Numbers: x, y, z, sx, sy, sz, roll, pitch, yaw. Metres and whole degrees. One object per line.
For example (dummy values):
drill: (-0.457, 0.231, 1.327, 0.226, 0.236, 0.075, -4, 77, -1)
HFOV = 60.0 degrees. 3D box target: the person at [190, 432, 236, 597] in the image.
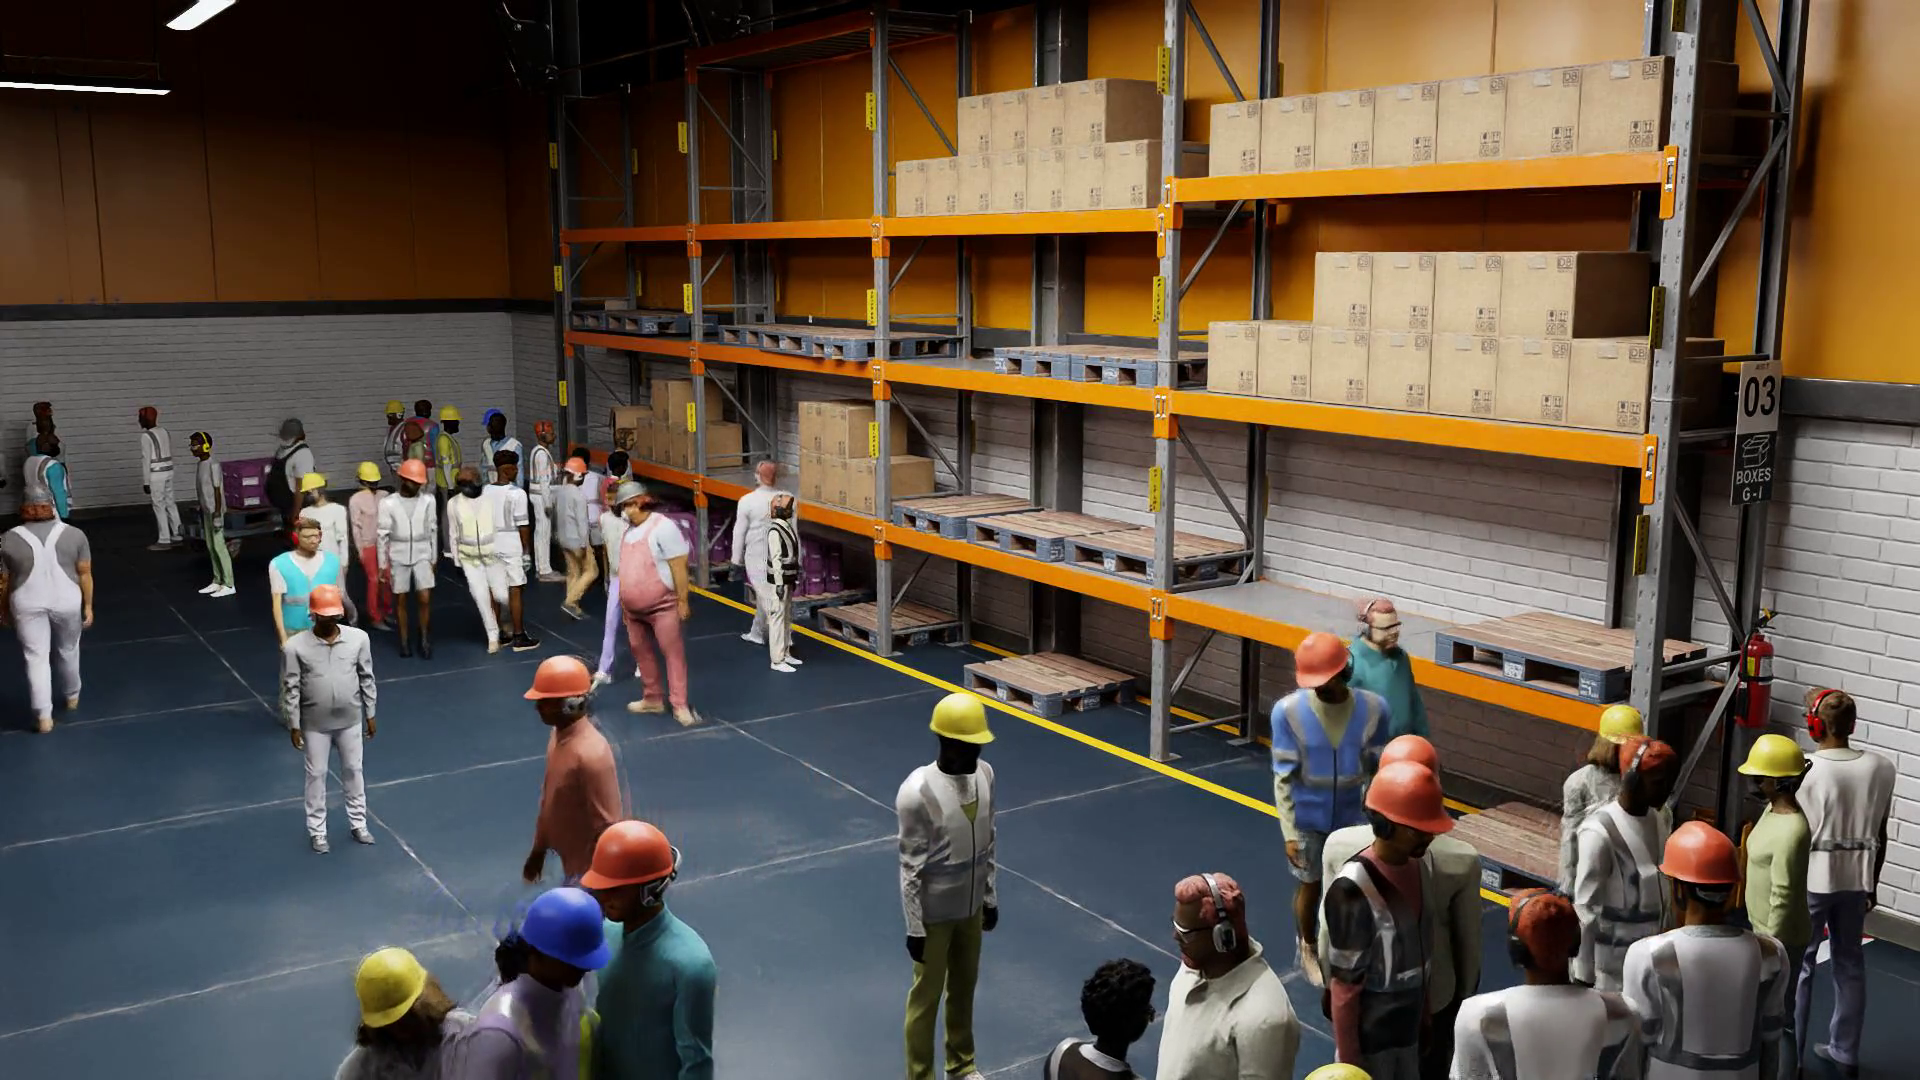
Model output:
person: (-8.416, -0.291, 18.678, 0.506, 1.861, 0.329, 9, 13, 44)

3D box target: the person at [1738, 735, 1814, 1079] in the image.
person: (3.519, 1.704, 7.242, 0.341, 1.760, 0.525, 4, 10, 20)

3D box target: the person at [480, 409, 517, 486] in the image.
person: (-5.687, -0.647, 20.493, 0.618, 1.944, 0.400, 6, 12, 33)

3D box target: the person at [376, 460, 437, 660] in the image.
person: (-5.189, 0.201, 15.634, 0.594, 1.902, 0.692, -4, 11, -24)

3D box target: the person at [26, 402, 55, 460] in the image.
person: (-12.431, -0.951, 22.567, 0.563, 1.847, 0.394, 7, 12, 36)

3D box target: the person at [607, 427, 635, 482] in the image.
person: (-3.927, -0.391, 19.320, 0.343, 1.839, 0.509, -4, 11, -23)

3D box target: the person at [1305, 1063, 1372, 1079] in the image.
person: (0.955, 2.204, 4.385, 0.320, 1.738, 0.483, 0, 10, 2)

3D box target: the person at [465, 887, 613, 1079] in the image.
person: (-1.281, 1.993, 5.223, 1.030, 1.865, 0.654, 1, 10, 5)

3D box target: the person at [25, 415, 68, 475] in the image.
person: (-11.412, -0.648, 20.839, 0.503, 1.837, 0.350, 0, 10, 2)

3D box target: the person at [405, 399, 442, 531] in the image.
person: (-7.461, -1.035, 23.133, 0.626, 1.834, 0.431, 5, 11, 25)

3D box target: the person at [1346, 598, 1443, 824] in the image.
person: (2.426, 1.257, 9.506, 0.627, 1.883, 0.685, 9, 13, 42)

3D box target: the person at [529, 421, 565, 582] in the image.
person: (-4.880, -0.456, 19.561, 0.362, 1.882, 0.576, -3, 10, -18)

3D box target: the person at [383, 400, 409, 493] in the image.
person: (-7.805, -1.042, 23.170, 0.403, 1.824, 0.593, -8, 12, -38)

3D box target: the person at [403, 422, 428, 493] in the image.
person: (-7.209, -0.755, 22.070, 0.285, 1.625, 0.510, -5, 11, -27)

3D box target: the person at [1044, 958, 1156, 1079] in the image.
person: (0.450, 2.103, 5.103, 0.321, 1.694, 0.534, -6, 11, -32)

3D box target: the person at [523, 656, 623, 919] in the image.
person: (-1.845, 1.509, 7.774, 0.759, 1.969, 0.619, -4, 10, -23)

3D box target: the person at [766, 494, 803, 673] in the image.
person: (-1.632, 0.388, 15.314, 0.307, 1.641, 0.514, 1, 10, 6)

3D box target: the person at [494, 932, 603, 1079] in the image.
person: (-1.320, 2.061, 5.324, 0.317, 1.696, 0.540, 3, 10, 19)

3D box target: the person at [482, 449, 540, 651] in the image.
person: (-4.389, 0.096, 16.090, 0.608, 1.958, 0.385, 5, 11, 25)

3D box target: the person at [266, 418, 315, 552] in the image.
person: (-7.704, -0.469, 19.173, 0.534, 2.000, 0.772, -6, 12, -34)

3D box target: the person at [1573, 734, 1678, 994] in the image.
person: (2.743, 1.708, 6.909, 0.579, 1.867, 0.449, -8, 13, -40)

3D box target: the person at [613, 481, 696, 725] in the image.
person: (-2.496, 0.484, 13.575, 0.828, 2.000, 0.534, 8, 13, 40)

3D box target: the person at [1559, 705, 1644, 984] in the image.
person: (3.054, 1.617, 7.796, 0.494, 1.743, 0.308, -1, 10, -7)

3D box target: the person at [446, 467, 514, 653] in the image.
person: (-4.607, 0.177, 16.070, 0.654, 1.803, 0.546, -1, 10, -8)

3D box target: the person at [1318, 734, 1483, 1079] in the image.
person: (1.691, 1.725, 6.426, 0.612, 1.995, 0.382, 3, 10, 17)

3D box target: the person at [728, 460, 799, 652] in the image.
person: (-1.854, 0.164, 15.990, 0.639, 1.866, 0.995, -9, 13, -43)

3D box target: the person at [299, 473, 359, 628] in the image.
person: (-6.161, 0.194, 16.197, 0.538, 1.720, 0.759, 1, 10, 7)

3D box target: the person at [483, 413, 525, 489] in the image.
person: (-5.563, -0.602, 20.308, 0.591, 1.917, 0.379, 5, 11, 28)

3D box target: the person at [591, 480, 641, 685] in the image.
person: (-2.984, 0.387, 14.772, 0.551, 1.818, 0.948, 2, 10, 14)

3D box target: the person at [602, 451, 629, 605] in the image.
person: (-3.737, -0.133, 18.221, 0.319, 1.693, 0.532, -6, 12, -34)

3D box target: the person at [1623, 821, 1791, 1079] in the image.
person: (2.464, 1.896, 5.626, 0.543, 1.929, 0.384, 0, 10, 1)

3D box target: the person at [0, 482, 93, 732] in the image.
person: (-7.487, 0.482, 13.590, 0.696, 2.000, 1.032, -6, 12, -33)

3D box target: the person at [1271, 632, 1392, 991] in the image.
person: (1.868, 1.416, 8.328, 0.630, 1.966, 0.926, 1, 10, 3)

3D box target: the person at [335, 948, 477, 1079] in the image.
person: (-1.672, 2.063, 5.243, 0.524, 1.709, 0.370, -7, 12, -37)

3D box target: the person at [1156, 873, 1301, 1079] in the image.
person: (0.808, 1.971, 5.288, 0.401, 1.894, 0.656, -3, 10, -15)

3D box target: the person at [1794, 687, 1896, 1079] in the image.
person: (3.989, 1.596, 7.657, 0.565, 1.836, 0.384, -1, 10, -4)

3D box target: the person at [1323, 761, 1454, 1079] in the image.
person: (1.559, 1.776, 6.045, 0.410, 2.030, 0.611, 9, 13, 42)

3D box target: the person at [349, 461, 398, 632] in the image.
person: (-5.921, 0.063, 16.892, 0.374, 1.748, 0.545, 6, 11, 31)

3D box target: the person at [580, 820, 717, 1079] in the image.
person: (-1.029, 1.887, 5.520, 0.397, 1.989, 0.619, -9, 13, -43)

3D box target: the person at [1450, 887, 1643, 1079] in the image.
person: (1.819, 1.989, 5.239, 0.595, 1.873, 0.417, 1, 10, 7)

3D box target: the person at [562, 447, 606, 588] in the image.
person: (-4.179, -0.215, 18.817, 0.542, 1.661, 0.703, -6, 11, -32)

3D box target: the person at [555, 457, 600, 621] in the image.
person: (-3.994, -0.005, 17.339, 0.394, 1.729, 0.561, -9, 13, -42)

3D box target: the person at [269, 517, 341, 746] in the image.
person: (-5.121, 0.700, 13.065, 0.569, 1.795, 1.004, -7, 12, -37)

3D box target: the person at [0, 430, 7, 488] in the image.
person: (-13.032, -0.870, 22.120, 0.601, 1.852, 0.726, -7, 12, -37)

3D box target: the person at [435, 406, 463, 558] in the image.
person: (-6.454, -0.739, 21.084, 0.370, 1.929, 0.585, -3, 10, -16)

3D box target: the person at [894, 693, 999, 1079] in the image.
person: (-0.030, 1.605, 7.359, 0.397, 1.920, 0.587, 9, 13, 41)

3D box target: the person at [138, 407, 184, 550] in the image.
person: (-10.439, -0.800, 21.640, 0.375, 1.872, 0.589, 1, 10, 5)

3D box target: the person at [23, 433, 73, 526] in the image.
person: (-10.213, -0.287, 18.704, 0.620, 1.840, 0.430, 6, 11, 32)

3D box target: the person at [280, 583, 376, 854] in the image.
person: (-4.018, 1.130, 10.652, 0.566, 1.744, 0.350, -6, 12, -33)
